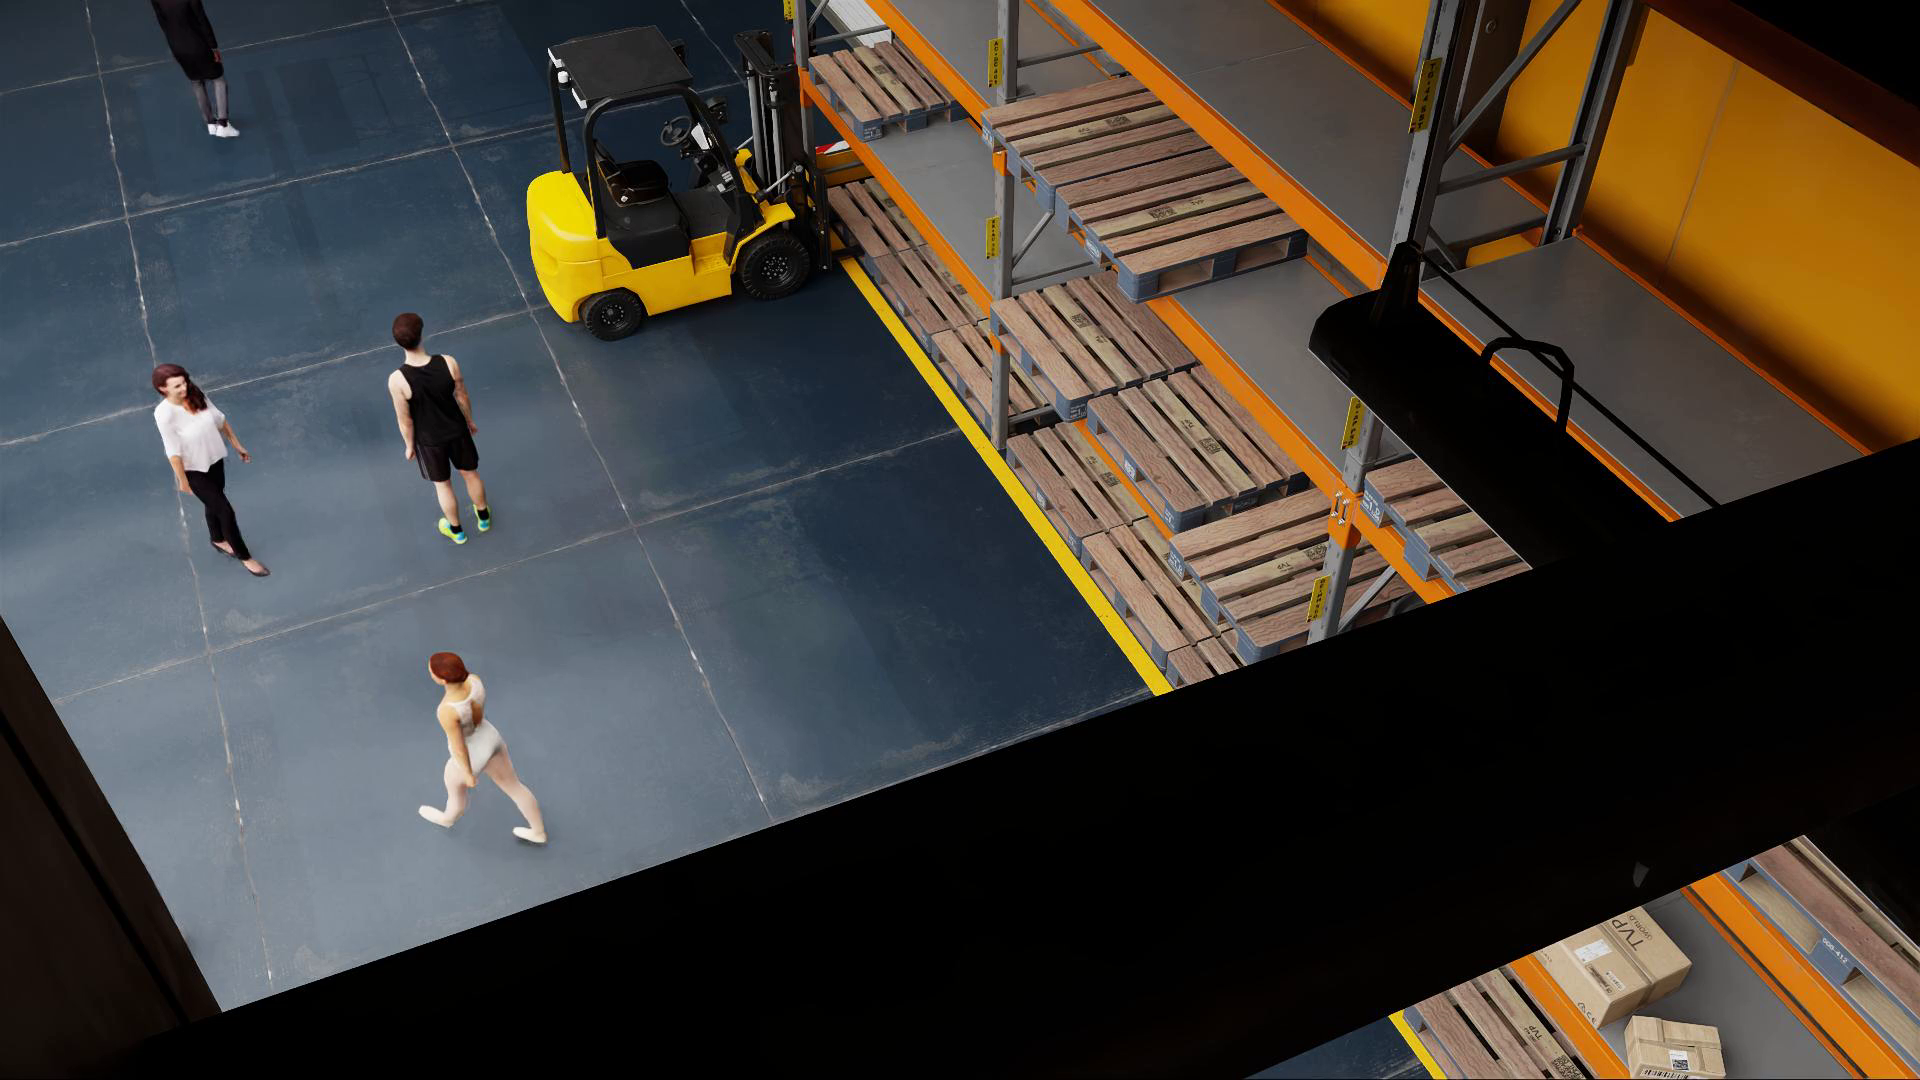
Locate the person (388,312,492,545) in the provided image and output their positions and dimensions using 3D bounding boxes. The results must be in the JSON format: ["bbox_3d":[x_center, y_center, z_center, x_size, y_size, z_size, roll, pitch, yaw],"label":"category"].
[{"bbox_3d":[-3.632,-0.761,11.614,0.712,1.892,0.625,-26,49,-25],"label":"person"}]

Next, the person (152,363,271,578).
[{"bbox_3d":[-5.287,-0.513,11.438,0.912,1.776,0.867,8,44,8],"label":"person"}]

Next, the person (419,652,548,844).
[{"bbox_3d":[-2.741,1.262,9.703,1.062,1.599,1.017,13,45,13],"label":"person"}]

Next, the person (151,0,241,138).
[{"bbox_3d":[-7.292,-4.623,15.765,0.805,1.758,0.860,1,44,1],"label":"person"}]
